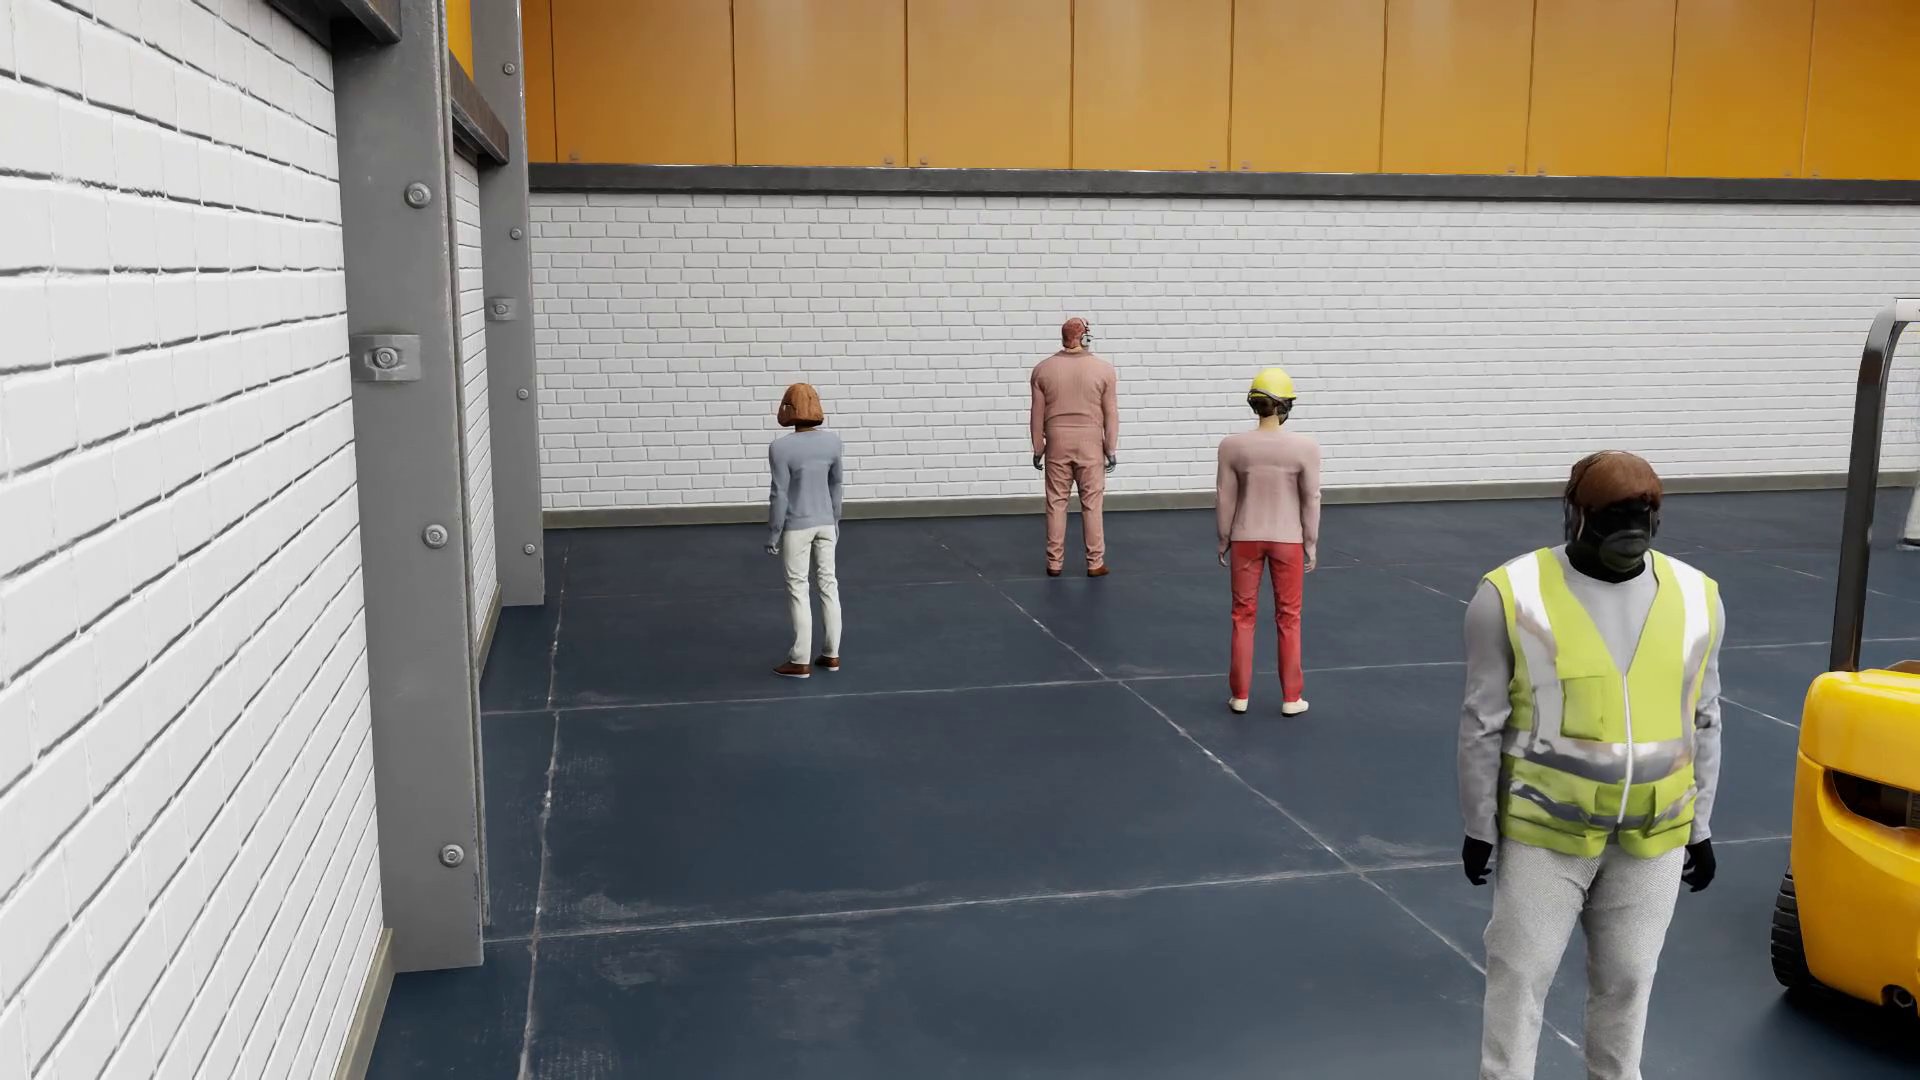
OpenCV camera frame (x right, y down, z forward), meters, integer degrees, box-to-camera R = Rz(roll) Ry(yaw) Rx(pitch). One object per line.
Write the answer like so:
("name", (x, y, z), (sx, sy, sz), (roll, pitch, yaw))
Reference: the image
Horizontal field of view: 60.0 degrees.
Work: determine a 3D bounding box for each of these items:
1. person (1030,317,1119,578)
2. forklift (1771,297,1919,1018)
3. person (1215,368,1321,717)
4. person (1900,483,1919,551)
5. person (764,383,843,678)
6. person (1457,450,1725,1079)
("person", (0.844, -0.673, 12.203), (0.644, 1.903, 0.400), (2, 10, 12))
("forklift", (3.542, 0.334, 5.177), (2.313, 2.155, 1.214), (-9, 13, -43))
("person", (1.552, 0.016, 8.421), (0.526, 1.765, 0.329), (3, 10, 17))
("person", (7.962, -0.771, 13.103), (0.904, 1.791, 0.623), (3, 10, 17))
("person", (-0.862, -0.053, 9.237), (0.498, 1.634, 0.279), (-9, 13, -42))
("person", (1.530, 0.697, 4.039), (0.636, 1.840, 0.429), (0, 9, 1))
